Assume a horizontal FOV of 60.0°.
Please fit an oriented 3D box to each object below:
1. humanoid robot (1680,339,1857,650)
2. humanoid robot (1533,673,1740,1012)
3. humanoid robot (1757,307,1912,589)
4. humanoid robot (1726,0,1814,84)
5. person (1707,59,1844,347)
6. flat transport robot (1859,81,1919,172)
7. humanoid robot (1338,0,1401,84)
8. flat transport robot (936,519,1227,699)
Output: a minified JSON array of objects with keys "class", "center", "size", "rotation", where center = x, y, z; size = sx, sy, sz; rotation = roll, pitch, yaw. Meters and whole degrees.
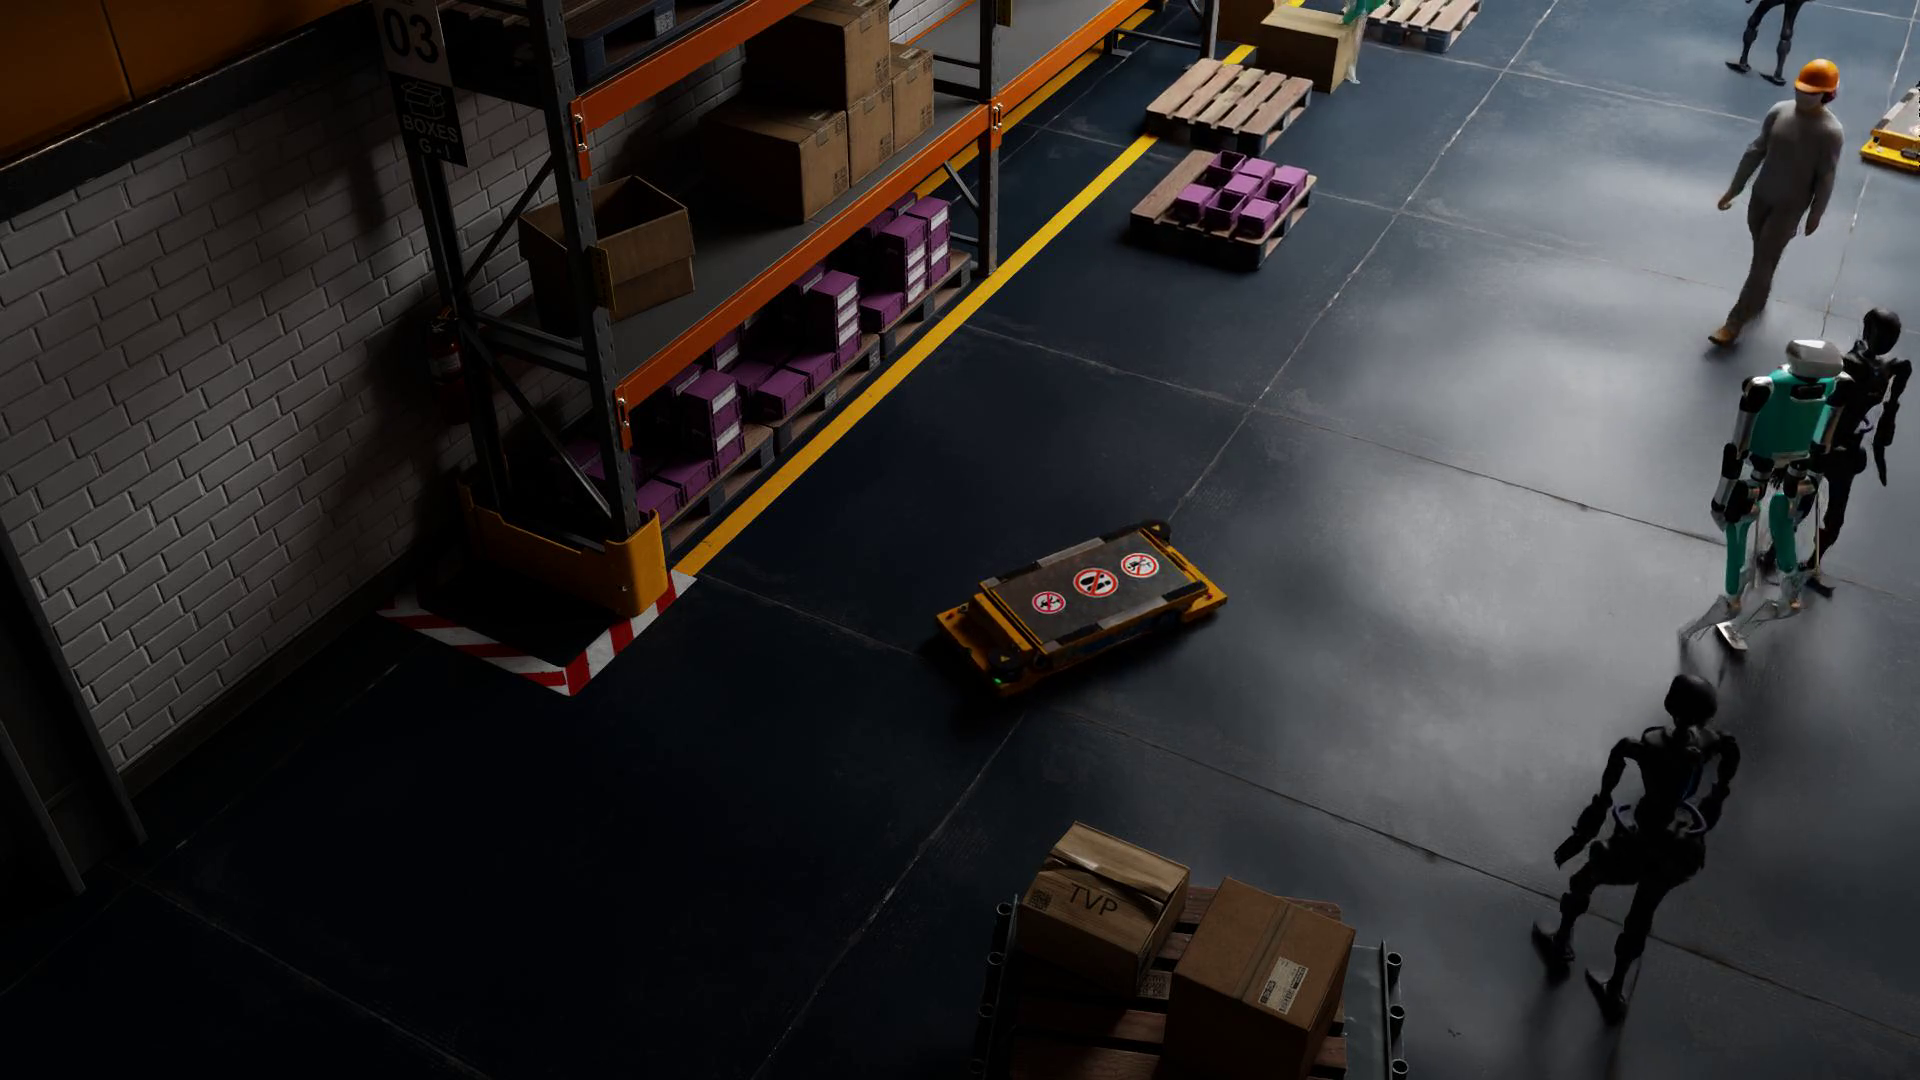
[{"class":"humanoid robot","center":[4.011,-0.064,8.164],"size":[0.539,1.844,0.655],"rotation":[-3,39,-4]},{"class":"humanoid robot","center":[2.712,1.179,6.623],"size":[0.601,1.642,0.539],"rotation":[-4,39,-5]},{"class":"humanoid robot","center":[4.555,-0.461,8.665],"size":[0.600,1.646,0.370],"rotation":[-3,39,-4]},{"class":"humanoid robot","center":[6.965,-4.700,13.983],"size":[0.612,1.626,0.554],"rotation":[-10,40,-13]},{"class":"person","center":[5.185,-2.153,10.658],"size":[0.926,1.825,0.557],"rotation":[-21,43,-24]},{"class":"flat transport robot","center":[7.798,-3.296,13.340],"size":[0.659,0.231,1.431],"rotation":[28,46,30]},{"class":"humanoid robot","center":[3.415,-4.640,13.883],"size":[0.551,1.808,0.736],"rotation":[-9,39,-11]},{"class":"flat transport robot","center":[0.649,0.340,8.794],"size":[1.431,0.231,0.659],"rotation":[-20,43,-23]}]
